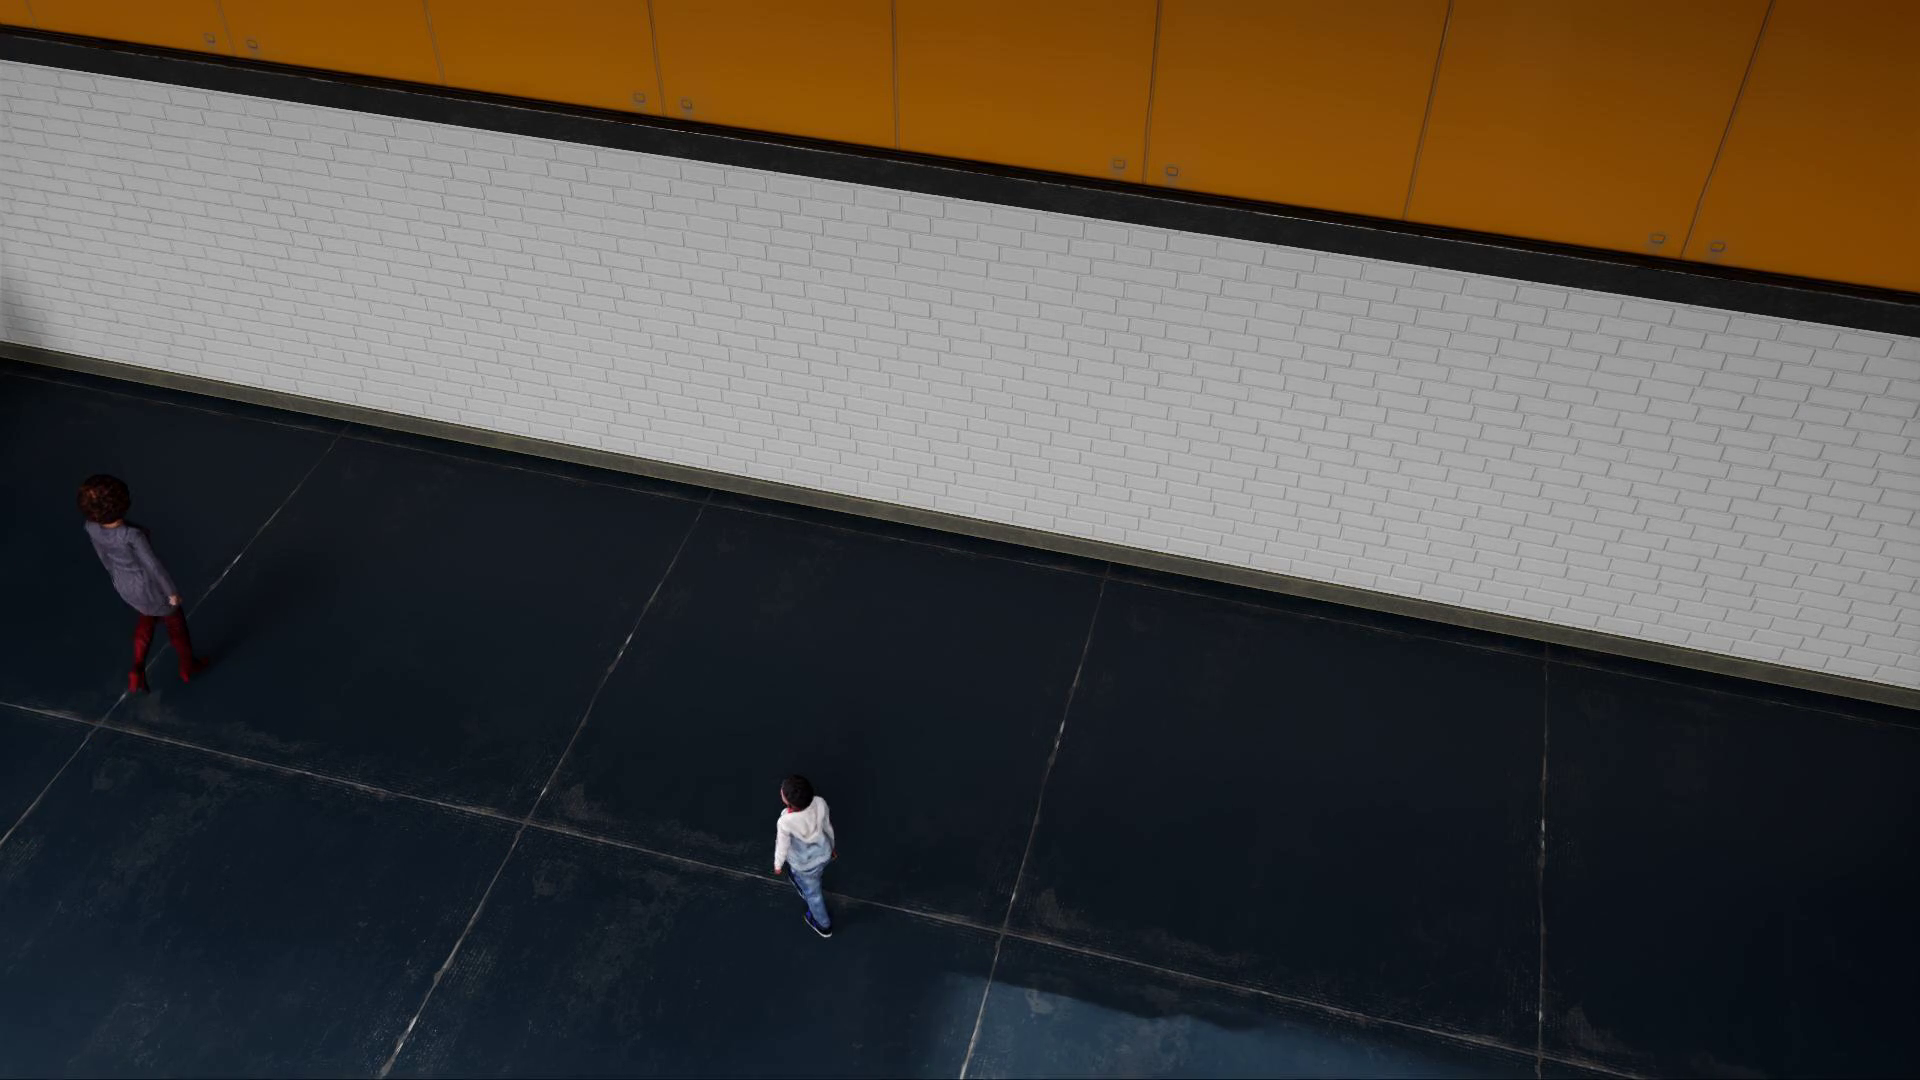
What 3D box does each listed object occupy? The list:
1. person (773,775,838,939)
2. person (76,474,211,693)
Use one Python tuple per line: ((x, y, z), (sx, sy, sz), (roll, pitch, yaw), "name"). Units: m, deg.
((-0.806, 1.767, 9.199), (0.740, 1.242, 0.754), (-33, 52, -29), "person")
((-5.147, 0.347, 10.360), (0.613, 1.695, 0.790), (14, 45, 14), "person")
